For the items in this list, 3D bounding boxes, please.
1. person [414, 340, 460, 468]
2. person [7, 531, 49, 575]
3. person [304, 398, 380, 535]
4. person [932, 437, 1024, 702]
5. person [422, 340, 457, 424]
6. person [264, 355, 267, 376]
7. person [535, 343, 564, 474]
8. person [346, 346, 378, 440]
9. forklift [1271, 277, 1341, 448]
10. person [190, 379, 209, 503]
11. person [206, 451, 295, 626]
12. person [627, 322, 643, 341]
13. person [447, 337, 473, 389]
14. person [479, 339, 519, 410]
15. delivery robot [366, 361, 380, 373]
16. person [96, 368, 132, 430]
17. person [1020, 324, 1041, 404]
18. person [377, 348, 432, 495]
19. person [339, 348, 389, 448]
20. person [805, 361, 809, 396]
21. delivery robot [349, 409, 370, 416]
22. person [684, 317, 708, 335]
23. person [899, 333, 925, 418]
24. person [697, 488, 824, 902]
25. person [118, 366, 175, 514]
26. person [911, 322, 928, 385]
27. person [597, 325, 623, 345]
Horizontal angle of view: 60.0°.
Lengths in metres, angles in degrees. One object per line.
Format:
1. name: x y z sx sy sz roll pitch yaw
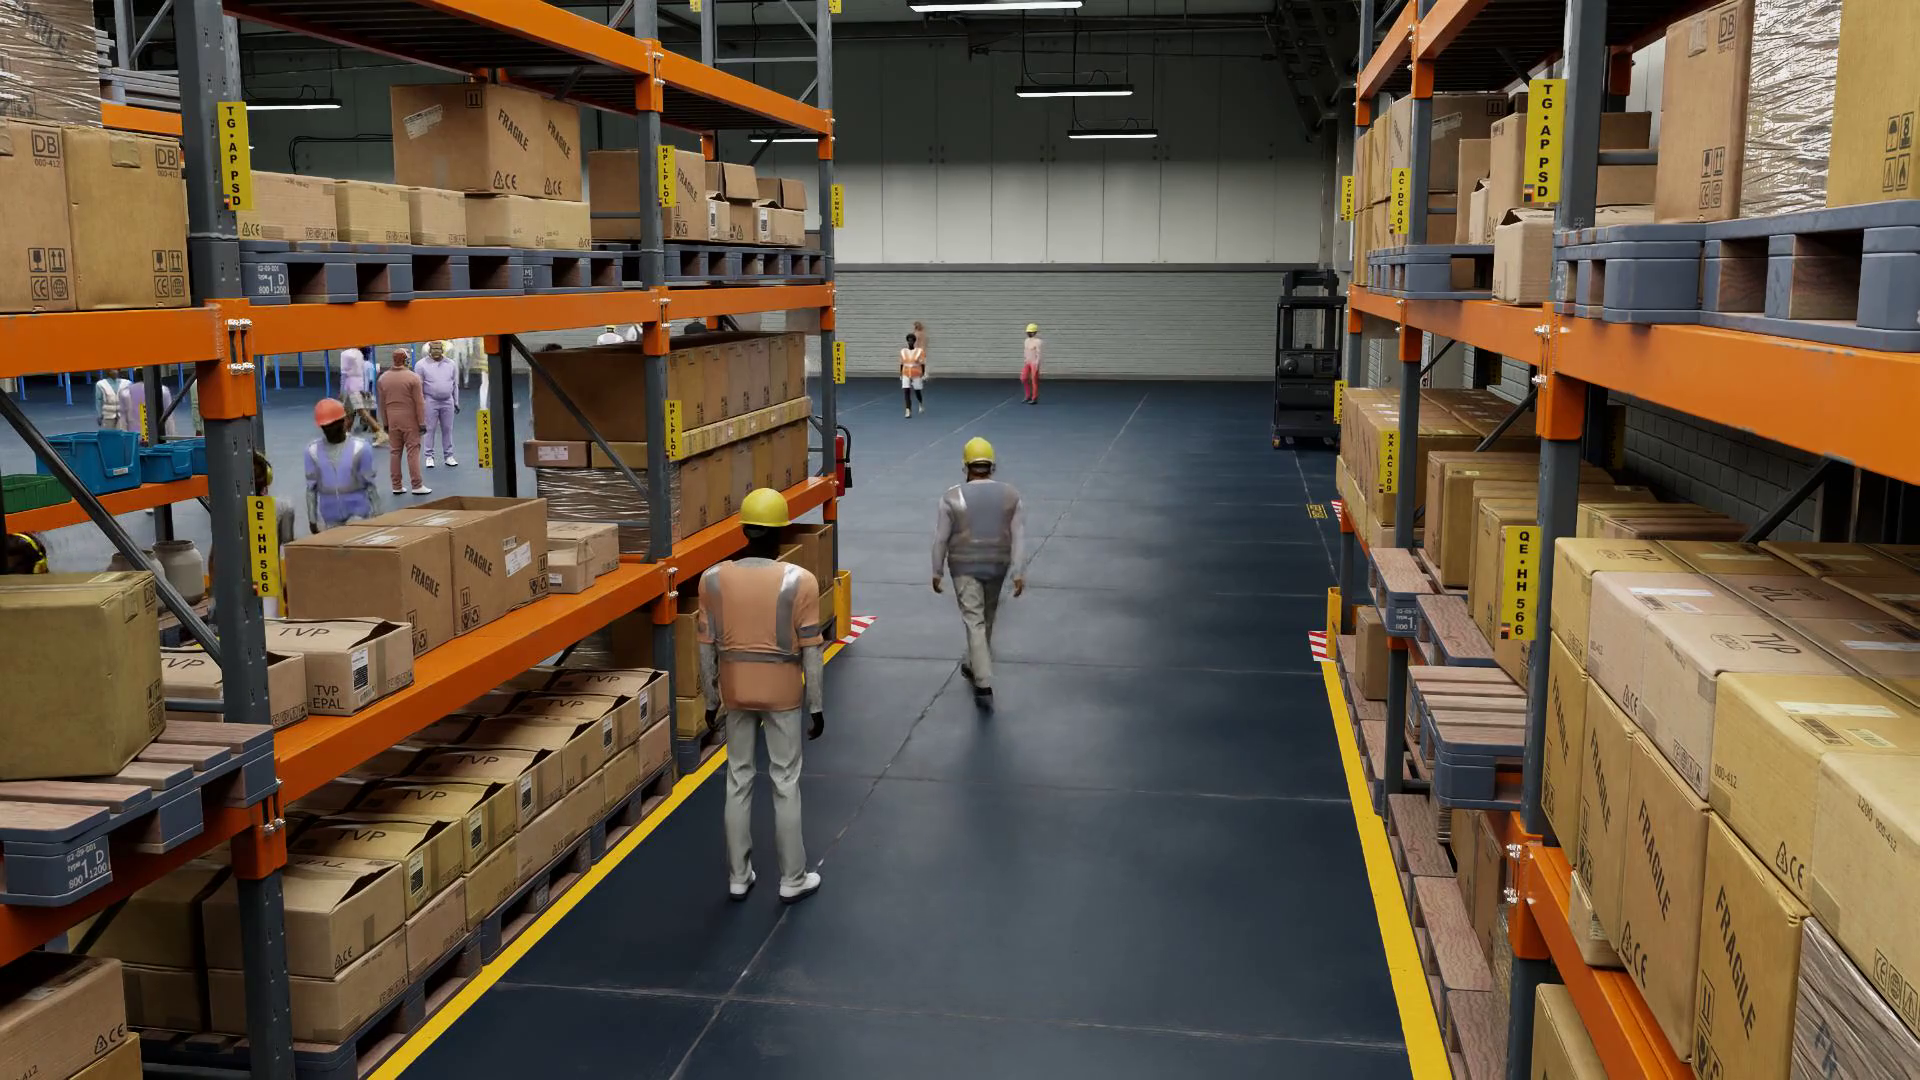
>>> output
1. person: -7.792 -2.047 24.860 0.653 1.904 0.405 -7 11 -36
2. person: -3.950 0.867 7.155 0.538 1.815 0.975 1 9 7
3. person: -5.103 -0.253 13.826 0.593 1.903 0.750 -1 9 -5
4. person: 0.116 0.188 11.455 0.611 1.786 0.924 -3 10 -17
5. person: -9.982 -3.164 32.007 0.640 1.812 0.862 -2 9 -12
6. person: -19.419 -5.350 46.219 0.515 1.584 0.872 -8 12 -40
7. person: -5.600 -1.732 22.830 0.433 1.931 0.652 1 9 7
8. person: -10.312 -2.526 28.635 0.535 1.647 0.899 3 10 20
9. forklift: 5.847 -3.016 27.970 1.129 2.768 1.873 1 9 9
10. person: -9.259 -1.401 20.746 0.404 1.945 0.616 7 11 35
11. person: -4.445 0.334 10.495 0.508 1.813 1.011 -2 9 -11
12. person: -7.079 -4.126 37.396 0.757 2.000 0.823 -6 11 -32
13. person: -12.316 -4.648 40.992 0.651 1.892 1.042 -1 9 -8
14. person: -9.500 -3.480 34.018 0.644 1.792 0.941 6 11 31
15. delivery robot: -16.052 -4.655 44.937 0.477 0.478 0.707 8 12 40
16. person: -12.351 -1.812 24.333 0.525 1.598 0.863 -6 11 -31
17. person: 1.537 -3.855 36.435 0.438 1.751 0.554 -8 12 -39
18. person: -7.268 -1.550 21.787 0.639 1.911 0.402 3 10 16
19. person: -9.997 -2.522 27.567 1.070 1.993 0.619 0 9 0
20. person: -2.621 -2.101 25.258 0.654 1.877 0.797 7 12 37
21. delivery robot: -10.931 -2.381 30.117 0.335 0.223 0.698 -8 12 -39
22. person: -6.324 -4.557 40.054 0.622 1.996 0.370 1 9 4
23. person: -0.943 -3.301 33.268 0.539 1.679 0.558 2 9 12
24. person: -0.913 0.716 7.748 0.593 1.924 0.384 2 9 11
25. person: -9.750 -1.252 19.960 0.603 1.903 0.553 -3 10 -16
26. person: -1.036 -4.758 42.440 0.435 1.627 0.518 4 10 24
27. person: -7.693 -3.926 36.703 0.592 1.826 0.403 -1 9 -4
